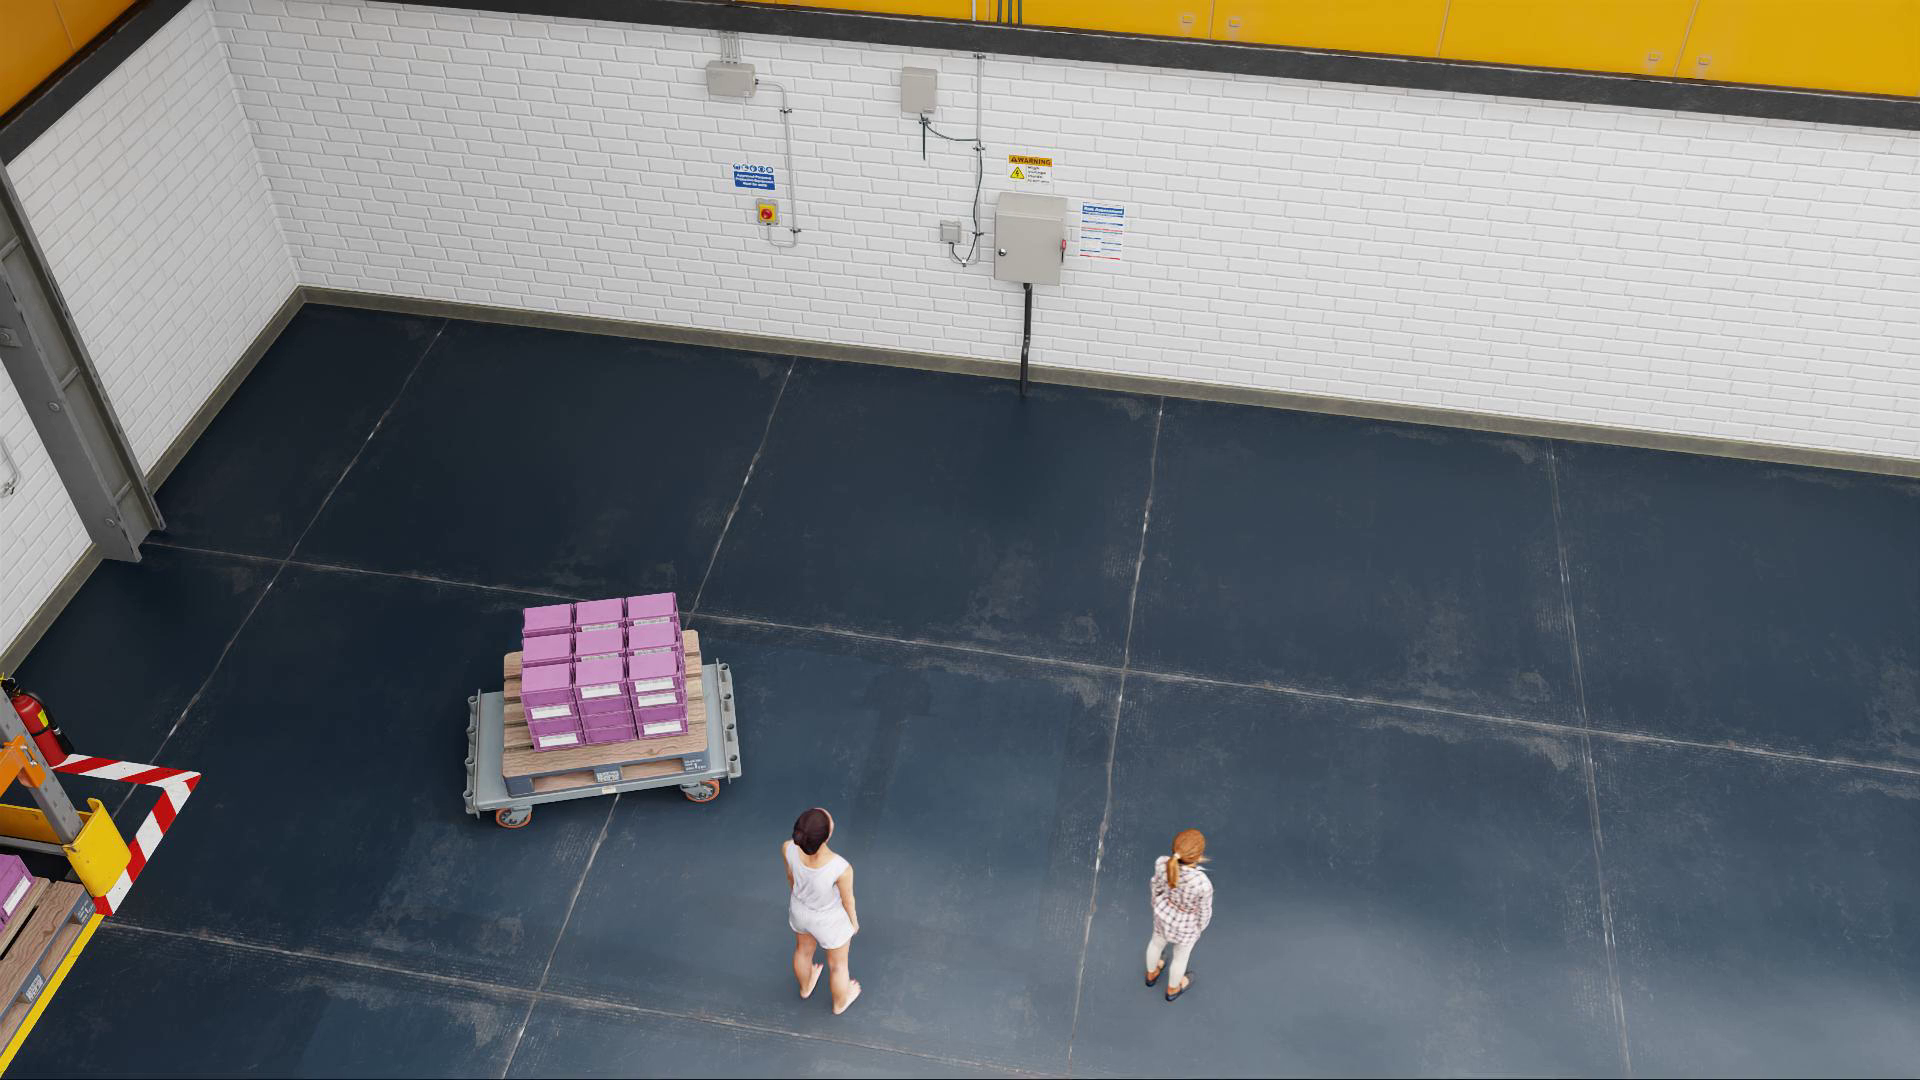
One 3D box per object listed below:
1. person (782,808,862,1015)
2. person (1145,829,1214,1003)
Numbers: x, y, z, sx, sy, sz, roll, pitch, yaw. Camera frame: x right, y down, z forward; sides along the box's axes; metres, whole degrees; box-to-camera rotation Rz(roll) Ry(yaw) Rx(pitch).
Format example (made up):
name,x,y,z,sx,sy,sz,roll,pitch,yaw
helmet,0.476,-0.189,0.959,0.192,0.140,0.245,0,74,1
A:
name,x,y,z,sx,sy,sz,roll,pitch,yaw
person,-0.741,1.964,8.792,0.607,1.609,0.593,18,47,18
person,1.165,2.020,8.953,0.587,1.306,0.611,31,52,28
